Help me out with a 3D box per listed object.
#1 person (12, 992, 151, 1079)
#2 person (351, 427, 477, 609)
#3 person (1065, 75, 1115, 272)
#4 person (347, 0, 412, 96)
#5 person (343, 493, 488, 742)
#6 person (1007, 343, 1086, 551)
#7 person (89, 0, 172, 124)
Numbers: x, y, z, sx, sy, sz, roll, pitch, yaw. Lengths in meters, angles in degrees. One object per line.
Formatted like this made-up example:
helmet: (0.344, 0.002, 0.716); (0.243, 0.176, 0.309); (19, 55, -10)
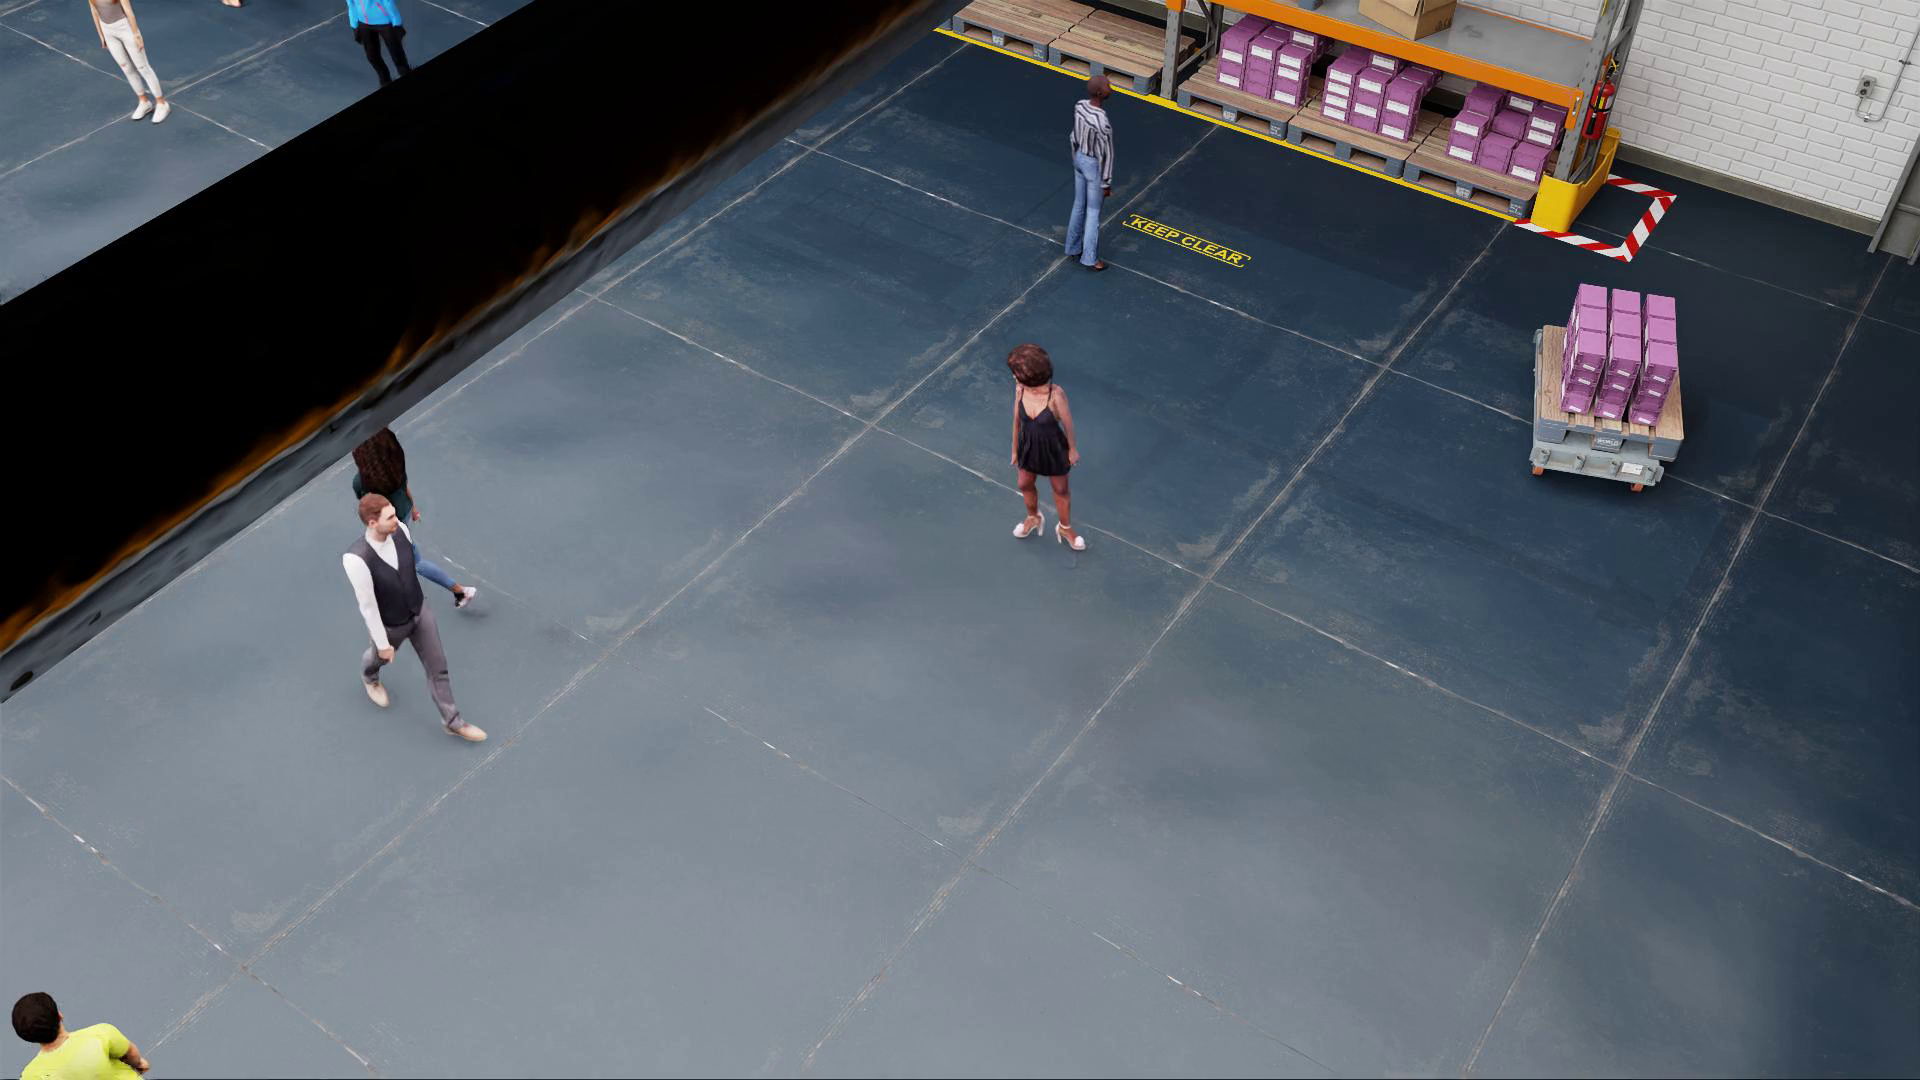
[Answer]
person: (-4.069, 2.777, 7.999); (0.879, 1.669, 1.188); (-27, 50, -25)
person: (-3.710, -0.119, 11.102); (1.140, 1.583, 0.873); (7, 44, 7)
person: (1.110, -3.113, 14.091); (0.770, 1.794, 0.632); (-22, 48, -21)
person: (-5.575, -5.023, 16.108); (0.661, 1.779, 0.957); (-1, 44, -1)
person: (-3.557, 0.438, 10.280); (1.232, 1.909, 0.646); (27, 50, 26)
person: (0.654, -0.619, 11.493); (0.603, 1.767, 0.834); (9, 44, 10)
person: (-8.054, -4.870, 15.991); (0.595, 1.717, 0.720); (7, 44, 7)
